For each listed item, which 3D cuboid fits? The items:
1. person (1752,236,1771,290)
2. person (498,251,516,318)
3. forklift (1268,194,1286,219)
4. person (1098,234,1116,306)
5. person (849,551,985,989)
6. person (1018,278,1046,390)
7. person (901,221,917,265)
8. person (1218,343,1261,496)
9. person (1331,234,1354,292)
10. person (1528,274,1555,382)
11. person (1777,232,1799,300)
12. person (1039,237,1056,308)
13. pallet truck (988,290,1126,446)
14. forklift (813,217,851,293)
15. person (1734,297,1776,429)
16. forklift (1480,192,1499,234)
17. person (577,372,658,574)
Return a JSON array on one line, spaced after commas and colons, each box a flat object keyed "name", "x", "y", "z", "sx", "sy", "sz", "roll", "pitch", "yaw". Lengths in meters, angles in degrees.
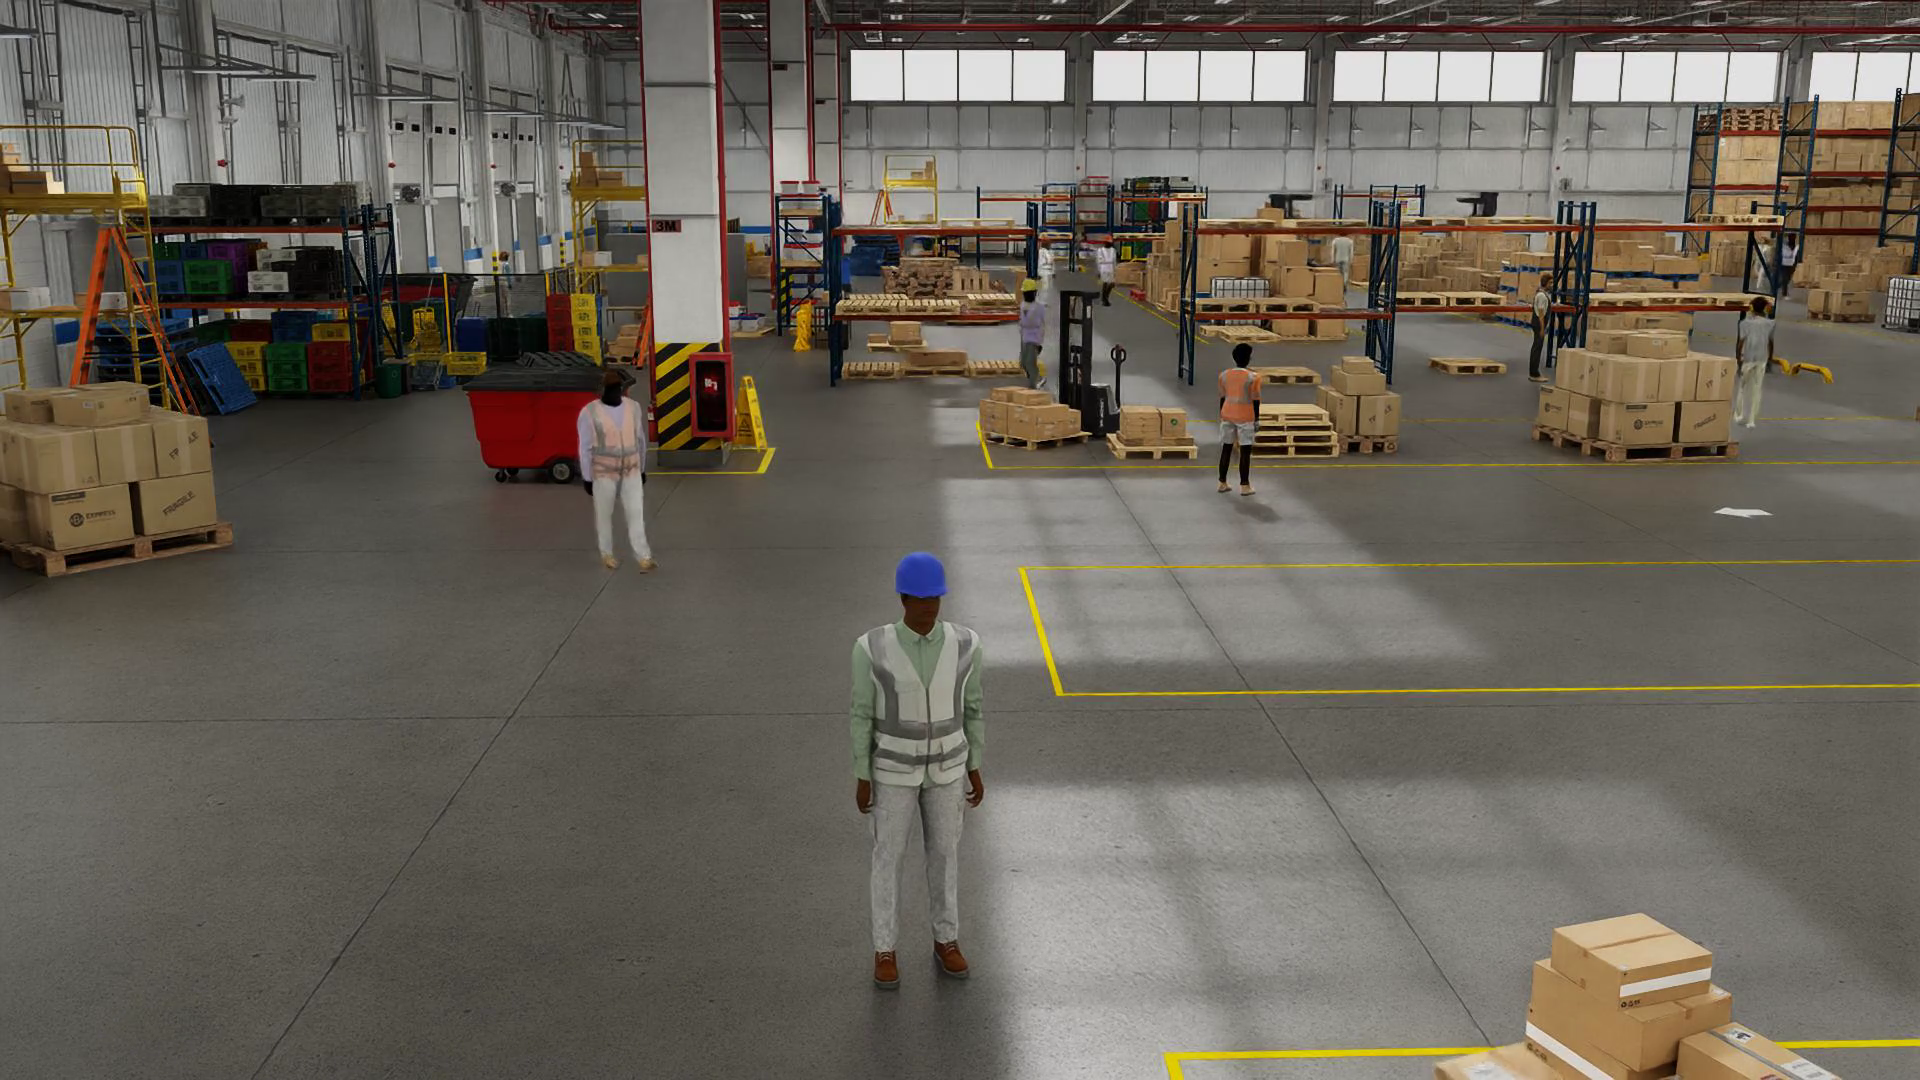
[{"name": "person", "x": 24.512, "y": -8.477, "z": 50.840, "sx": 0.469, "sy": 1.622, "sz": 0.530, "roll": -9, "pitch": 15, "yaw": -36}, {"name": "person", "x": -11.169, "y": -6.260, "z": 40.836, "sx": 0.323, "sy": 1.631, "sz": 0.523, "roll": -10, "pitch": 16, "yaw": -38}, {"name": "forklift", "x": 10.415, "y": -9.995, "z": 54.847, "sx": 1.873, "sy": 2.768, "sz": 1.129, "roll": 0, "pitch": 12, "yaw": -2}, {"name": "person", "x": 3.929, "y": -7.205, "z": 44.450, "sx": 0.546, "sy": 1.923, "sz": 0.438, "roll": -5, "pitch": 13, "yaw": -20}, {"name": "person", "x": -0.184, "y": 1.000, "z": 7.322, "sx": 0.611, "sy": 1.950, "sz": 0.377, "roll": -4, "pitch": 13, "yaw": -16}, {"name": "person", "x": 1.163, "y": -3.183, "z": 26.306, "sx": 0.526, "sy": 1.909, "sz": 0.590, "roll": -10, "pitch": 16, "yaw": -37}, {"name": "person", "x": -1.706, "y": -9.767, "z": 56.026, "sx": 0.833, "sy": 1.916, "sz": 0.640, "roll": 4, "pitch": 13, "yaw": 18}, {"name": "person", "x": 3.102, "y": -1.341, "z": 18.493, "sx": 0.534, "sy": 1.692, "sz": 0.321, "roll": 10, "pitch": 16, "yaw": 39}, {"name": "person", "x": 11.282, "y": -8.248, "z": 49.147, "sx": 0.631, "sy": 1.928, "sz": 0.468, "roll": 2, "pitch": 13, "yaw": 8}, {"name": "person", "x": 9.947, "y": -3.627, "z": 28.469, "sx": 0.344, "sy": 1.839, "sz": 0.507, "roll": 3, "pitch": 13, "yaw": 15}, {"name": "person", "x": 23.273, "y": -7.735, "z": 46.915, "sx": 0.611, "sy": 1.895, "sz": 0.719, "roll": -3, "pitch": 13, "yaw": -13}, {"name": "person", "x": 2.223, "y": -7.030, "z": 43.782, "sx": 0.594, "sy": 1.861, "sz": 0.627, "roll": 11, "pitch": 17, "yaw": 41}, {"name": "pallet truck", "x": 1.257, "y": -2.299, "z": 22.111, "sx": 1.885, "sy": 1.965, "sz": 0.823, "roll": -9, "pitch": 15, "yaw": -35}, {"name": "forklift", "x": -4.179, "y": -8.622, "z": 48.651, "sx": 1.873, "sy": 2.768, "sz": 1.129, "roll": -2, "pitch": 13, "yaw": -7}, {"name": "person", "x": 11.191, "y": -2.509, "z": 23.464, "sx": 0.506, "sy": 1.820, "sz": 0.976, "roll": 4, "pitch": 13, "yaw": 18}, {"name": "forklift", "x": 19.031, "y": -11.140, "z": 60.016, "sx": 1.873, "sy": 2.768, "sz": 1.129, "roll": 0, "pitch": 12, "yaw": -2}, {"name": "person", "x": -3.032, "y": -0.577, "z": 14.768, "sx": 0.662, "sy": 1.799, "sz": 0.920, "roll": -8, "pitch": 15, "yaw": -31}]
